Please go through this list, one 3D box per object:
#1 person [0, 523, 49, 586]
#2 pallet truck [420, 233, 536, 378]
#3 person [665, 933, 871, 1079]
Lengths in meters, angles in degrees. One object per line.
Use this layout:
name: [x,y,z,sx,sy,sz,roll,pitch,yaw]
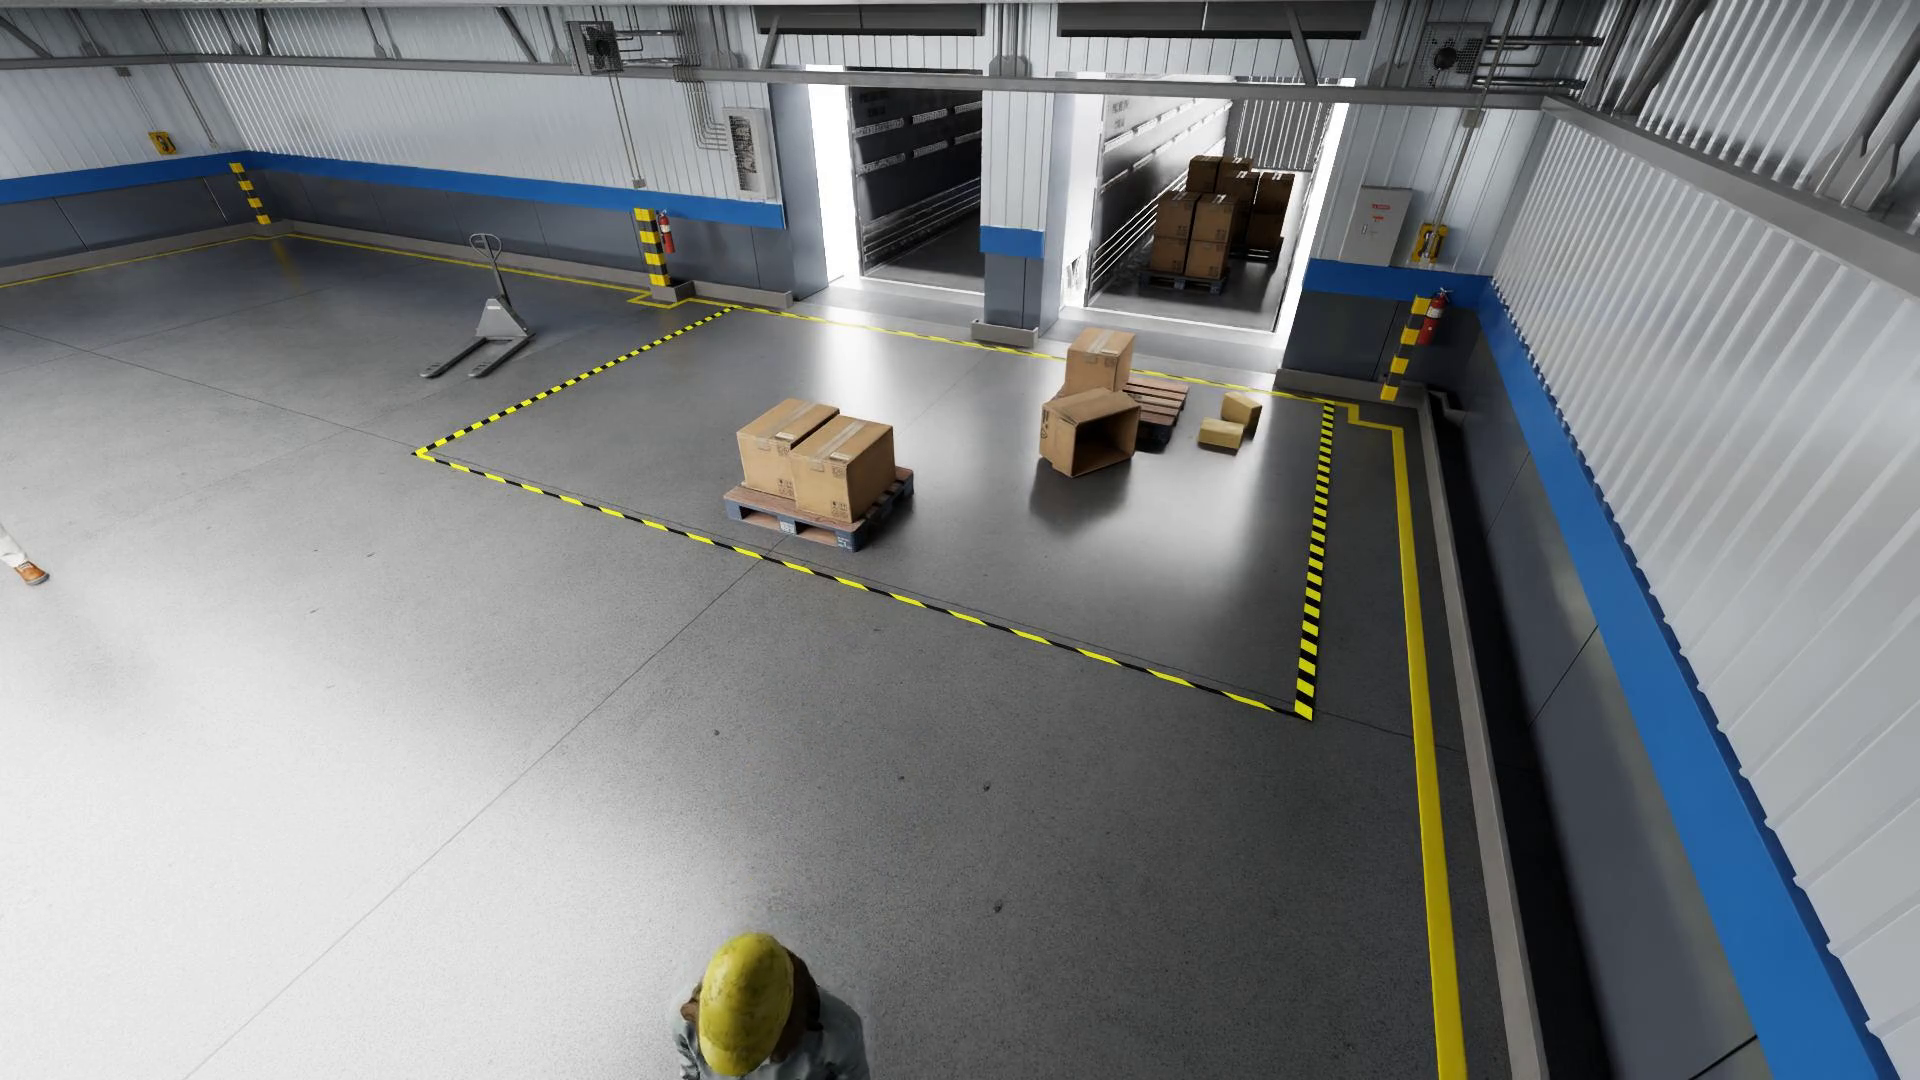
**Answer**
person: [-6.762,-0.456,4.649,0.387,1.949,0.602,23,41,29]
pallet truck: [-5.664,-2.712,8.427,0.680,1.201,1.601,0,35,-1]
person: [-0.471,1.516,2.073,0.490,1.718,0.650,4,36,5]
